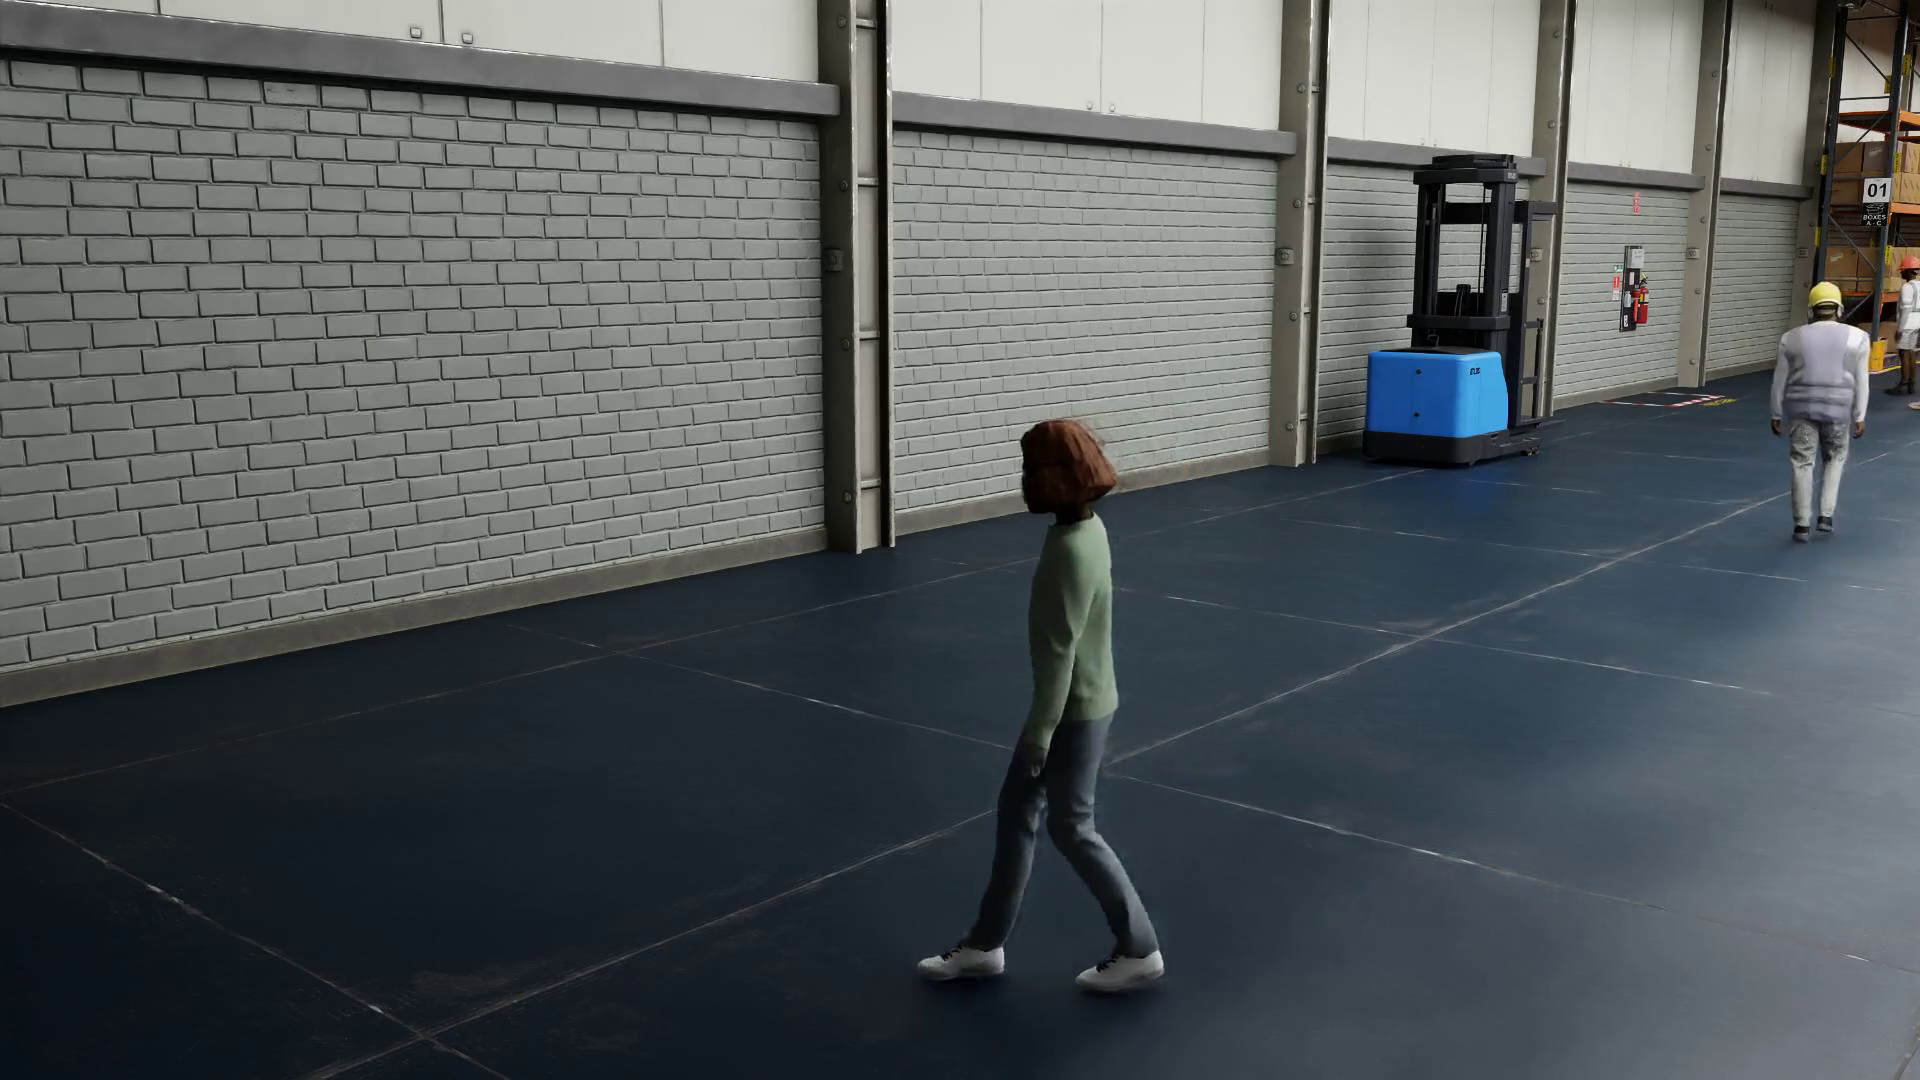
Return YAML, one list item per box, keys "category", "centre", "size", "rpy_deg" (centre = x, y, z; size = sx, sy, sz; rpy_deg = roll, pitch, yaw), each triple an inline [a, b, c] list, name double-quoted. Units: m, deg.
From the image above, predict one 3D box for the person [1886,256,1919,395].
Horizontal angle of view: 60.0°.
- category: "person"
  centre: [13.328, -3.018, 23.443]
  size: [0.551, 1.932, 0.378]
  rpy_deg: [-8, 13, -40]

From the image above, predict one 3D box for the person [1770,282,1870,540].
- category: "person"
  centre: [6.104, -0.922, 11.844]
  size: [0.617, 1.809, 0.631]
  rpy_deg: [5, 11, 26]

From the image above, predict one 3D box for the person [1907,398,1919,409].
- category: "person"
  centre: [12.398, -2.584, 21.117]
  size: [0.357, 1.885, 0.573]
  rpy_deg: [0, 10, 3]

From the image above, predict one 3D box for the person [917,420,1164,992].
- category: "person"
  centre: [0.242, 0.471, 4.588]
  size: [0.693, 1.589, 0.531]
  rpy_deg: [0, 10, 0]

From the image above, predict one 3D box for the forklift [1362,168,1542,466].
- category: "forklift"
  centre: [4.875, -2.212, 16.287]
  size: [1.129, 2.768, 1.873]
  rpy_deg: [8, 13, 40]
